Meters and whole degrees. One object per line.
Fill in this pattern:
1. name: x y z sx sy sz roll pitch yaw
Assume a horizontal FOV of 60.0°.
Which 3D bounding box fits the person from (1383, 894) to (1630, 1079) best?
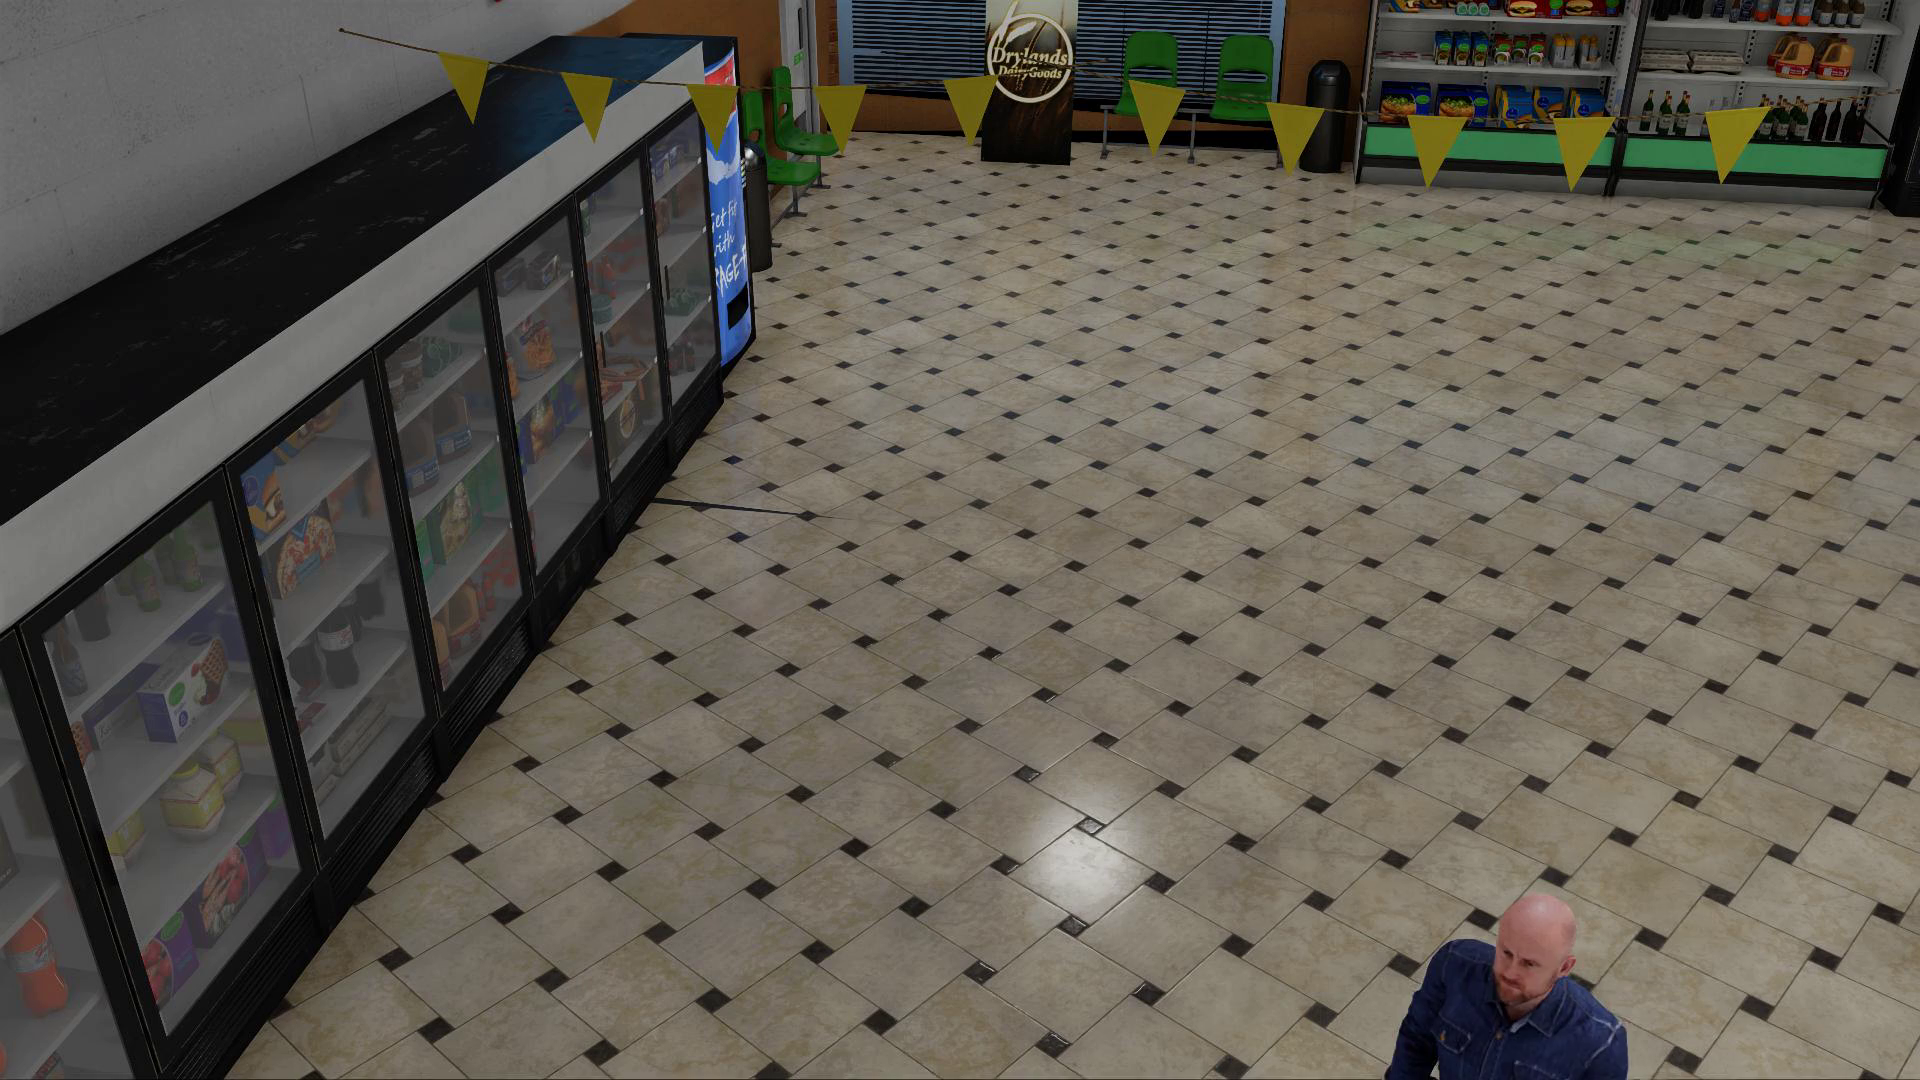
1. person: 1.418 1.619 4.346 1.236 1.780 1.234 -23 36 -36
